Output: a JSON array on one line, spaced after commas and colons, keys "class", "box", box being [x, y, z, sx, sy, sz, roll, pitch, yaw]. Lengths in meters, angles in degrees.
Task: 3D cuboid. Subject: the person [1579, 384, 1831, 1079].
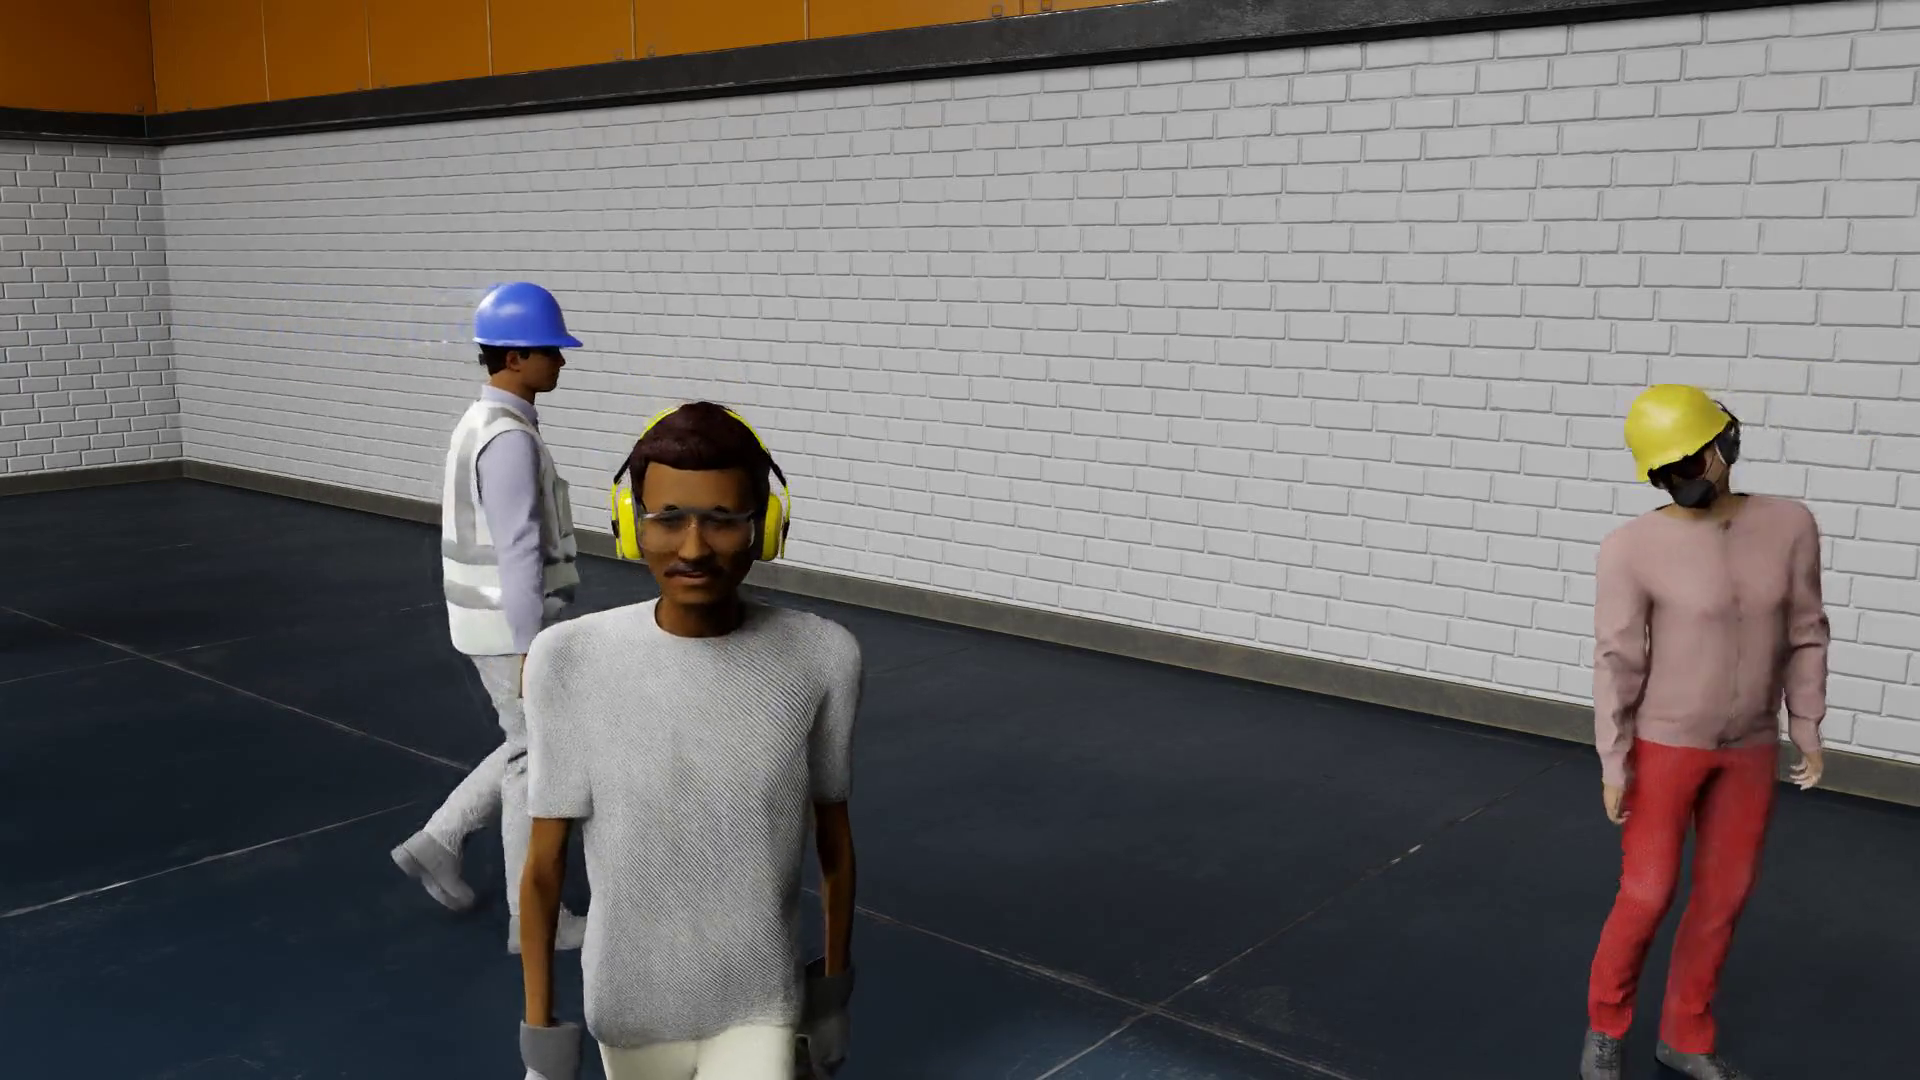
[{"class": "person", "box": [1.735, 0.492, 3.939, 0.562, 1.725, 0.323, -2, 10, -9]}]

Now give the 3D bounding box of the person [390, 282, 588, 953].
[{"class": "person", "box": [-1.311, 0.241, 4.738, 0.536, 1.933, 0.617, -3, 10, -15]}]

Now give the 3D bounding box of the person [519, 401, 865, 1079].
[{"class": "person", "box": [-0.390, 0.697, 2.476, 0.508, 1.830, 0.995, -1, 10, -5]}]
